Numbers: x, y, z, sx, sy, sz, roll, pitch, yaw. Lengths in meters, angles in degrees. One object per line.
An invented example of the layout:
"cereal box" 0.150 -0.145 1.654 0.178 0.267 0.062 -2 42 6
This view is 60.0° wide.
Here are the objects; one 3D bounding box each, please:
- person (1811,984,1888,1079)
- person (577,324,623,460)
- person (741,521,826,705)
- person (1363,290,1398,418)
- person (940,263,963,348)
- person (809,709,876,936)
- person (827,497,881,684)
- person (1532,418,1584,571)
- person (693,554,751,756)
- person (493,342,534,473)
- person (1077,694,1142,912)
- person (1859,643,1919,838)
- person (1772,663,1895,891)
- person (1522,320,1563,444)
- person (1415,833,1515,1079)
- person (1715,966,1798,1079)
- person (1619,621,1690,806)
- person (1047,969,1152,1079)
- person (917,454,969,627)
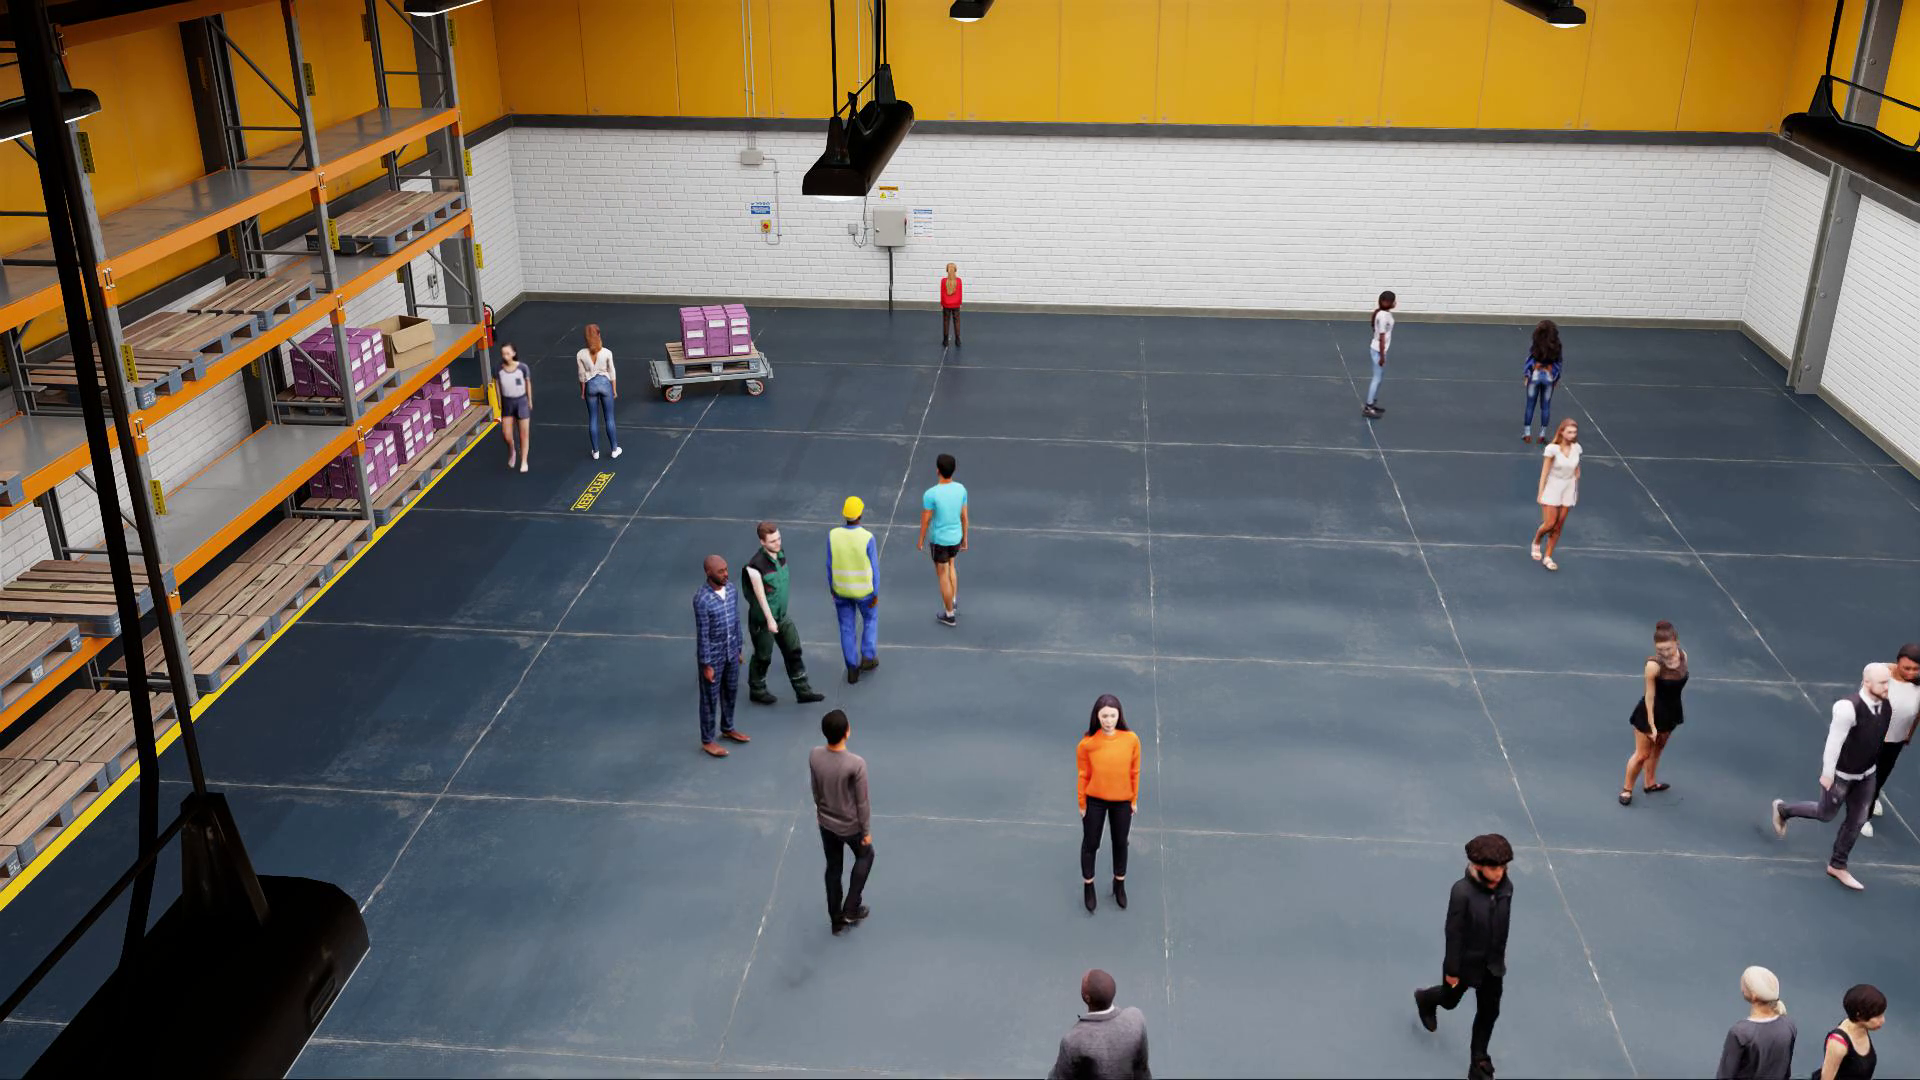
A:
"person" 4.940 3.162 9.521 0.909 1.537 0.875 21 31 40
"person" -4.514 -1.865 20.776 0.648 1.733 0.590 -2 24 -6
"person" -1.777 0.666 14.889 0.937 1.811 1.001 12 27 26
"person" 5.623 -2.511 22.272 0.689 1.719 0.543 8 25 18
"person" -0.136 -3.584 25.274 0.524 1.282 0.543 -3 24 -7
"person" -0.890 2.046 11.796 0.762 1.759 0.740 9 25 19
"person" -1.001 0.487 15.310 0.656 1.802 0.652 2 24 3
"person" 6.368 -0.534 17.790 0.641 1.687 0.696 -3 24 -8
"person" -2.078 0.952 14.226 0.815 1.817 0.711 16 28 32
"person" -5.446 -1.648 20.397 0.659 1.640 0.667 -4 24 -8
"person" 1.073 1.900 12.145 0.651 1.748 0.601 -2 24 -4
"person" 7.288 1.499 13.186 0.696 1.648 0.896 2 24 4
"person" 6.623 1.707 12.520 0.997 1.802 1.190 -9 25 -20
"person" 7.454 -2.045 21.328 0.664 1.621 0.621 7 25 16
"person" 3.213 2.598 10.541 0.916 1.753 1.189 -8 25 -17
"person" 4.452 3.188 9.269 0.717 1.692 0.895 -1 24 -1
"person" 5.689 1.366 13.474 0.796 1.662 0.790 -20 31 -38
"person" 0.826 3.199 9.119 1.006 1.792 1.107 -12 26 -25
"person" -0.095 0.034 16.399 0.783 1.760 0.834 -14 27 -29
